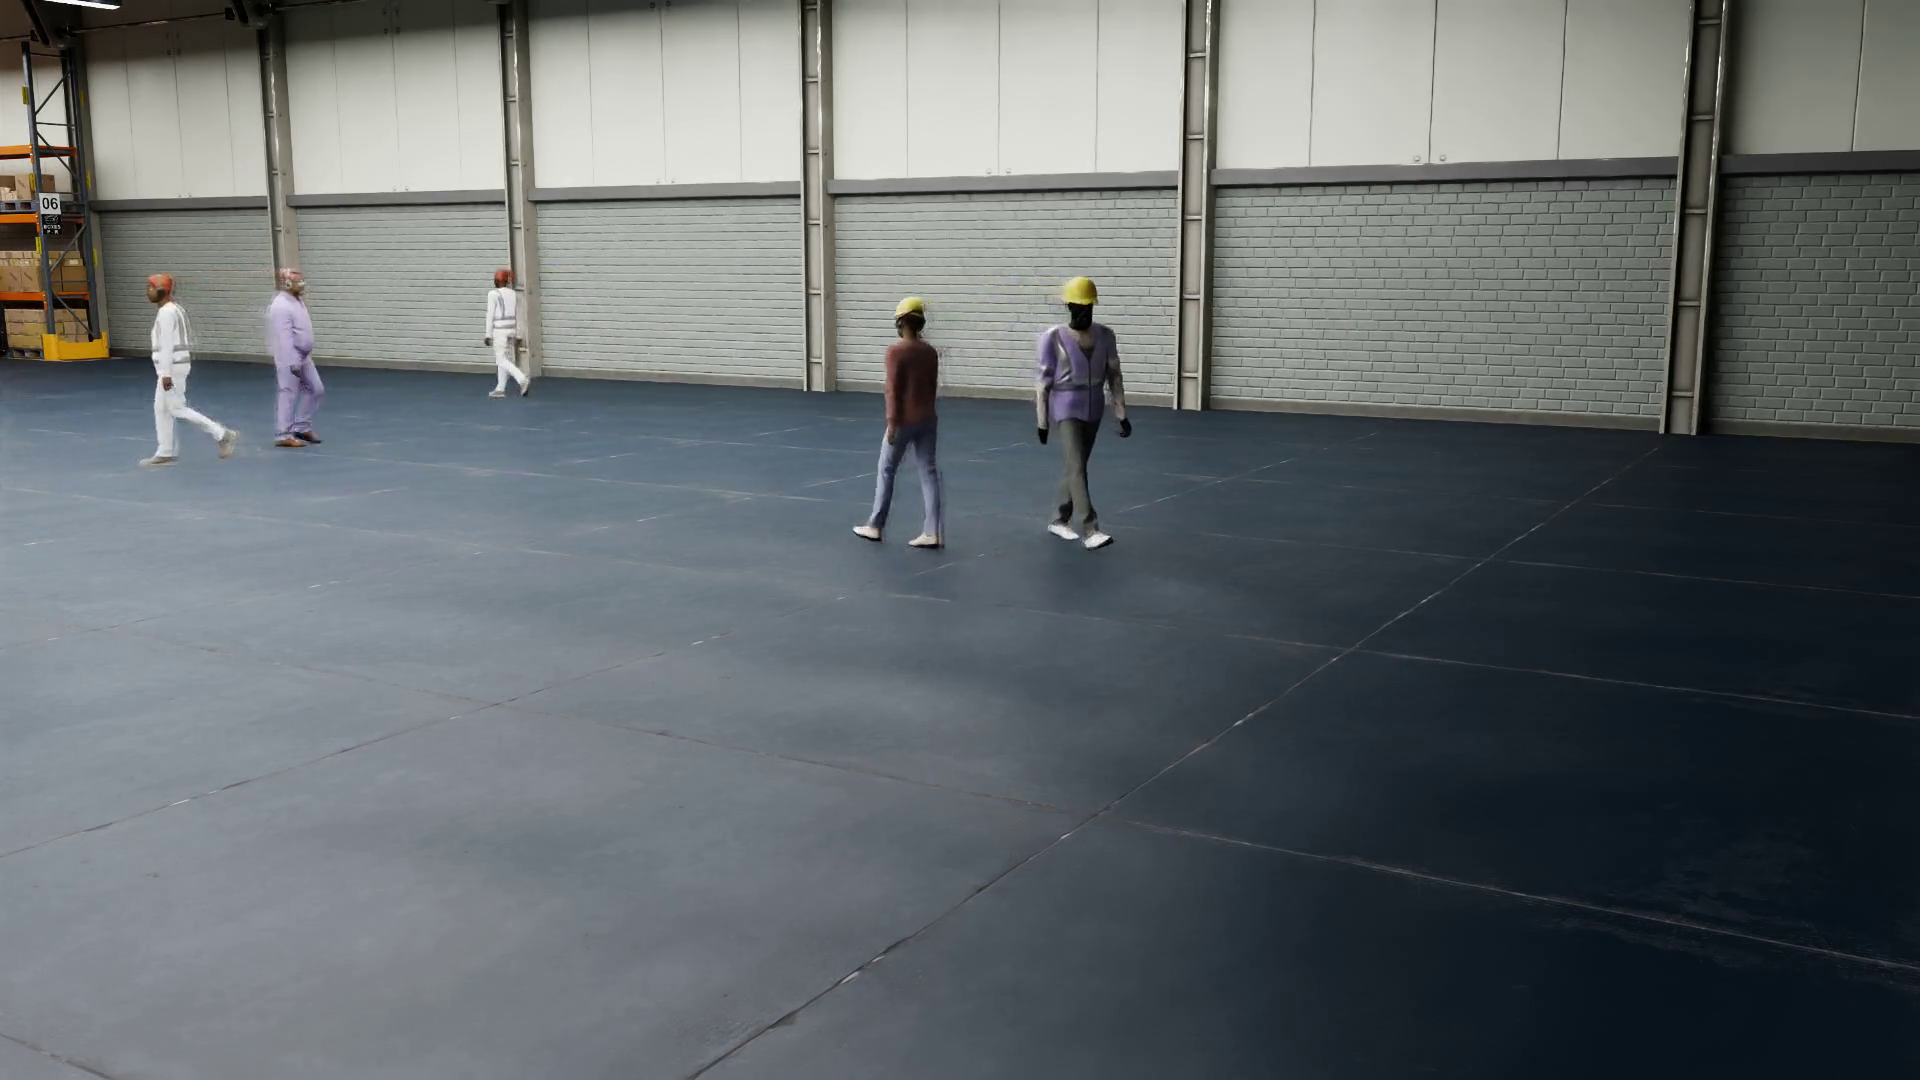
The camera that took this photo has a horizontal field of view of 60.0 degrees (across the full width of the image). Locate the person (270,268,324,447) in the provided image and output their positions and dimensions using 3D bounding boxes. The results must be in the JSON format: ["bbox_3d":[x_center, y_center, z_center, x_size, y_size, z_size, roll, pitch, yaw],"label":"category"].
[{"bbox_3d":[-7.037,-1.921,17.650,0.554,1.892,0.663,0,10,-2],"label":"person"}]

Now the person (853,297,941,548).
[{"bbox_3d":[-0.403,-0.821,11.636,0.832,1.720,0.544,9,13,43],"label":"person"}]

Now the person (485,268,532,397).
[{"bbox_3d":[-6.453,-2.943,23.712,0.808,1.859,0.578,4,11,24],"label":"person"}]

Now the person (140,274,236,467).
[{"bbox_3d":[-7.513,-1.634,16.045,0.781,1.861,0.579,-5,11,-28],"label":"person"}]

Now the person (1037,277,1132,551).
[{"bbox_3d":[0.859,-0.878,11.577,0.592,1.874,0.976,-6,11,-30],"label":"person"}]
